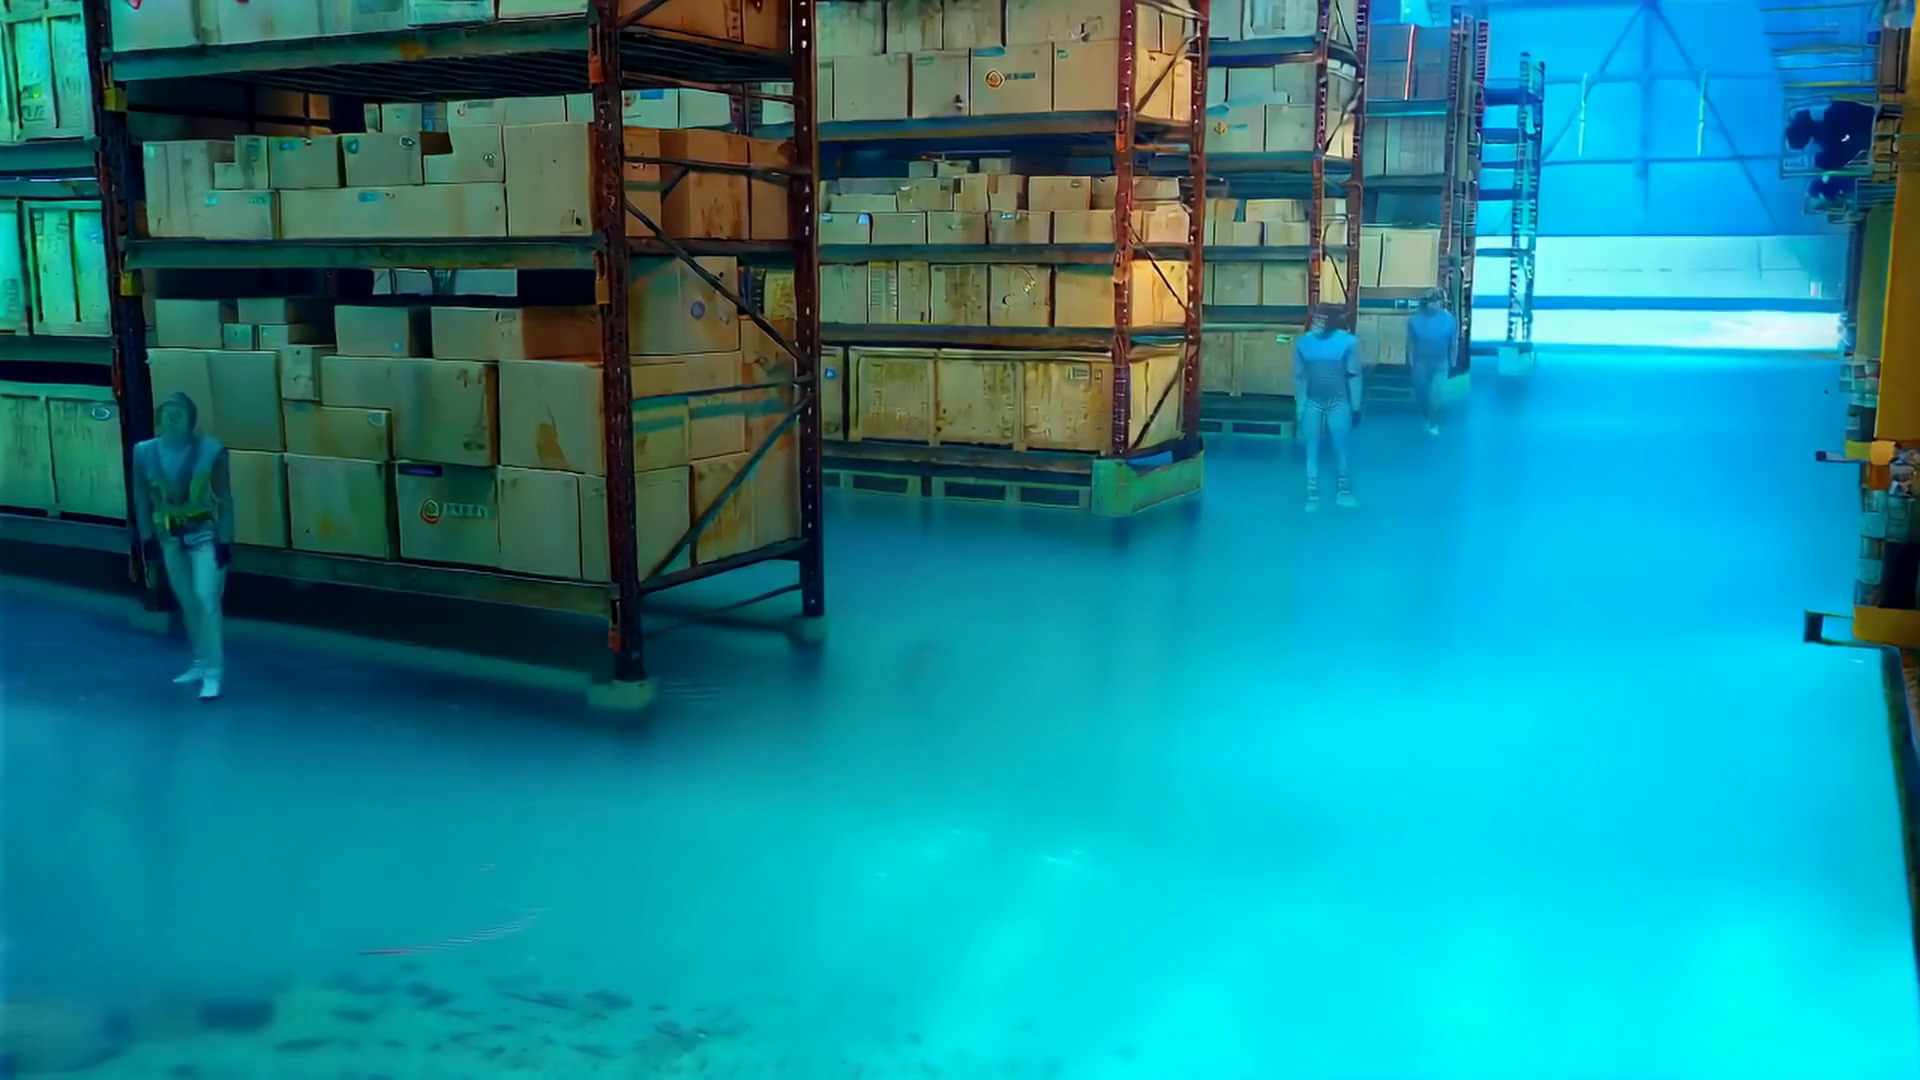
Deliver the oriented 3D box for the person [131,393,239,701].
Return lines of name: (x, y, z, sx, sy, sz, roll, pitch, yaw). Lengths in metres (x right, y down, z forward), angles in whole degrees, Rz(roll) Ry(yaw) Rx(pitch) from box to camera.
person: (-4.069, 0.028, 8.783, 0.523, 1.604, 0.573, 1, 10, 6)

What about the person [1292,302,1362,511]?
person: (3.360, -1.223, 15.187, 0.650, 1.907, 0.711, 4, 11, 23)

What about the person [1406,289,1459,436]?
person: (6.122, -2.311, 21.561, 0.660, 1.878, 0.776, 4, 10, 20)

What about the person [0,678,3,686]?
person: (-5.629, -0.091, 8.935, 0.926, 1.789, 0.616, 2, 10, 11)
